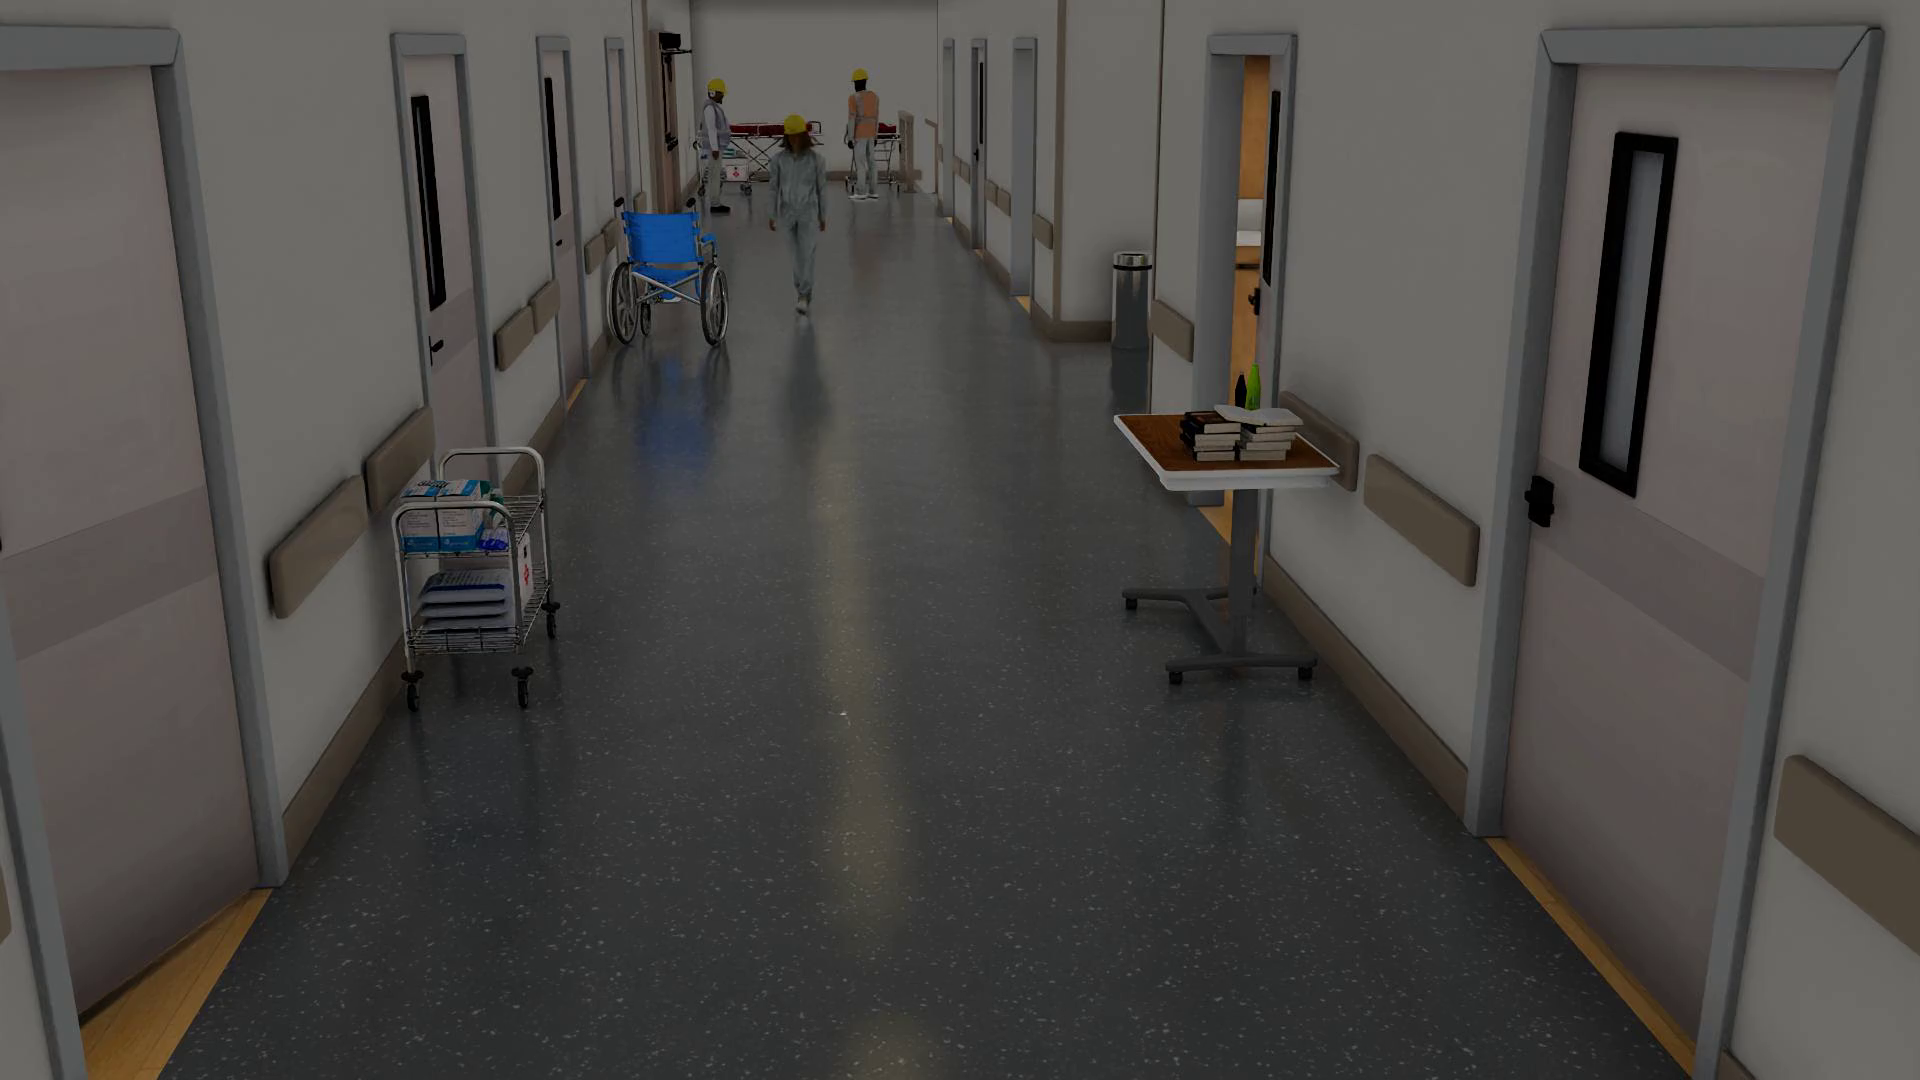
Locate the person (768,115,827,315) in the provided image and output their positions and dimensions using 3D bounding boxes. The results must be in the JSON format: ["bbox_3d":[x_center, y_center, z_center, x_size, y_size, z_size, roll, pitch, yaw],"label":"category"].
[{"bbox_3d":[-1.418,-2.838,14.525,0.484,1.691,0.902,2,17,8],"label":"person"}]

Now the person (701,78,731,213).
[{"bbox_3d":[-3.374,-5.463,23.086,0.403,1.822,0.588,-1,17,-5],"label":"person"}]

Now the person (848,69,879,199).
[{"bbox_3d":[-1.473,-6.116,25.103,0.399,1.919,0.587,15,22,40],"label":"person"}]
